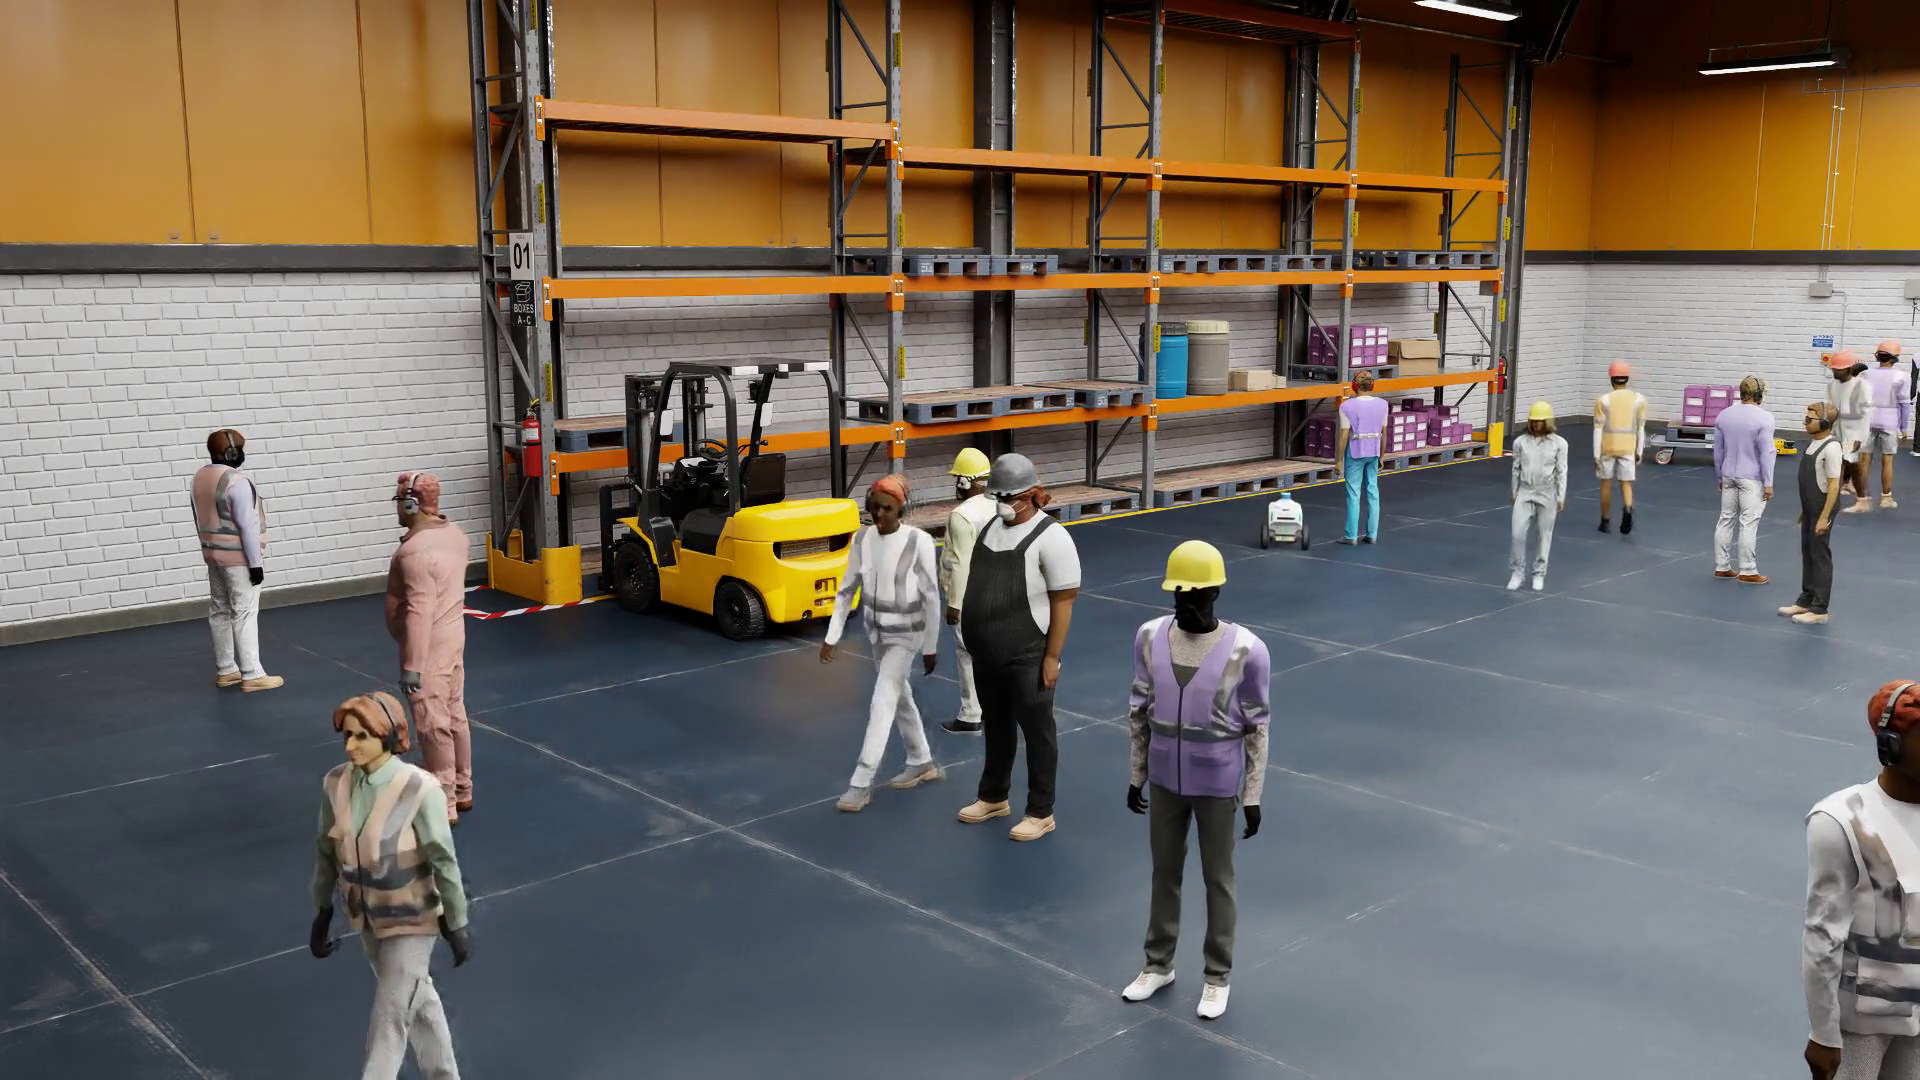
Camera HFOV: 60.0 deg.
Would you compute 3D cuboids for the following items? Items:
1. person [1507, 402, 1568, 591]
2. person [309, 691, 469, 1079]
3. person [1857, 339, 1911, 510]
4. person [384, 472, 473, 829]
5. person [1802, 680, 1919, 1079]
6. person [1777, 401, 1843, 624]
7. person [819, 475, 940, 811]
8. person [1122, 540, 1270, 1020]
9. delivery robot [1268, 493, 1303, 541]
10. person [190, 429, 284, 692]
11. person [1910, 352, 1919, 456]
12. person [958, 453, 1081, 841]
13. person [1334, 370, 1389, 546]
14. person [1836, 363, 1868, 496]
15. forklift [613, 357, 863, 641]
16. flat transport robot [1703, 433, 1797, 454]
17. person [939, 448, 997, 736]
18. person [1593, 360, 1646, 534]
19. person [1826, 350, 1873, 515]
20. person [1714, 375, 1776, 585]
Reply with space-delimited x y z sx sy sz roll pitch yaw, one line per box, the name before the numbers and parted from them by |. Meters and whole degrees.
person | 5.214 -0.381 15.034 0.496 1.728 0.624 4 11 25
person | -1.957 1.303 5.500 0.543 1.597 0.832 5 11 29
person | 11.081 -1.389 20.006 0.396 2.042 0.611 -9 13 -44
person | -2.836 0.586 8.839 0.403 1.906 0.651 0 10 2
person | 2.577 1.318 4.638 0.574 1.880 0.355 -4 11 -24
person | 7.082 -0.225 13.768 0.346 1.847 0.506 2 10 9
person | -0.380 0.548 9.227 0.801 1.840 0.662 -8 13 -40
person | 0.935 0.949 6.654 0.587 1.928 0.382 6 12 32
delivery robot | 3.403 -0.249 17.404 0.477 0.478 0.707 2 10 10
person | -5.074 0.139 11.647 0.624 1.844 0.429 7 12 34
person | 14.722 -2.215 25.205 0.593 1.919 0.388 5 11 26
person | 0.262 0.542 8.705 0.537 2.000 0.679 -9 13 -41
person | 4.211 -0.854 17.443 0.563 1.847 0.390 -3 10 -17
person | 11.328 -1.406 21.139 0.530 1.689 0.321 -7 12 -37
forklift | -1.847 -0.414 13.852 1.214 2.155 2.313 -9 13 -42
flat transport robot | 12.265 -1.510 25.894 0.652 0.197 1.431 -2 10 -11
person | 0.077 0.326 10.578 0.404 1.831 0.600 5 11 29
person | 7.134 -0.990 18.030 0.555 1.923 0.723 2 10 10
person | 10.232 -1.212 19.261 1.115 1.943 0.620 -2 10 -12
person | 7.276 -0.556 15.431 0.371 1.941 0.627 -4 11 -24
